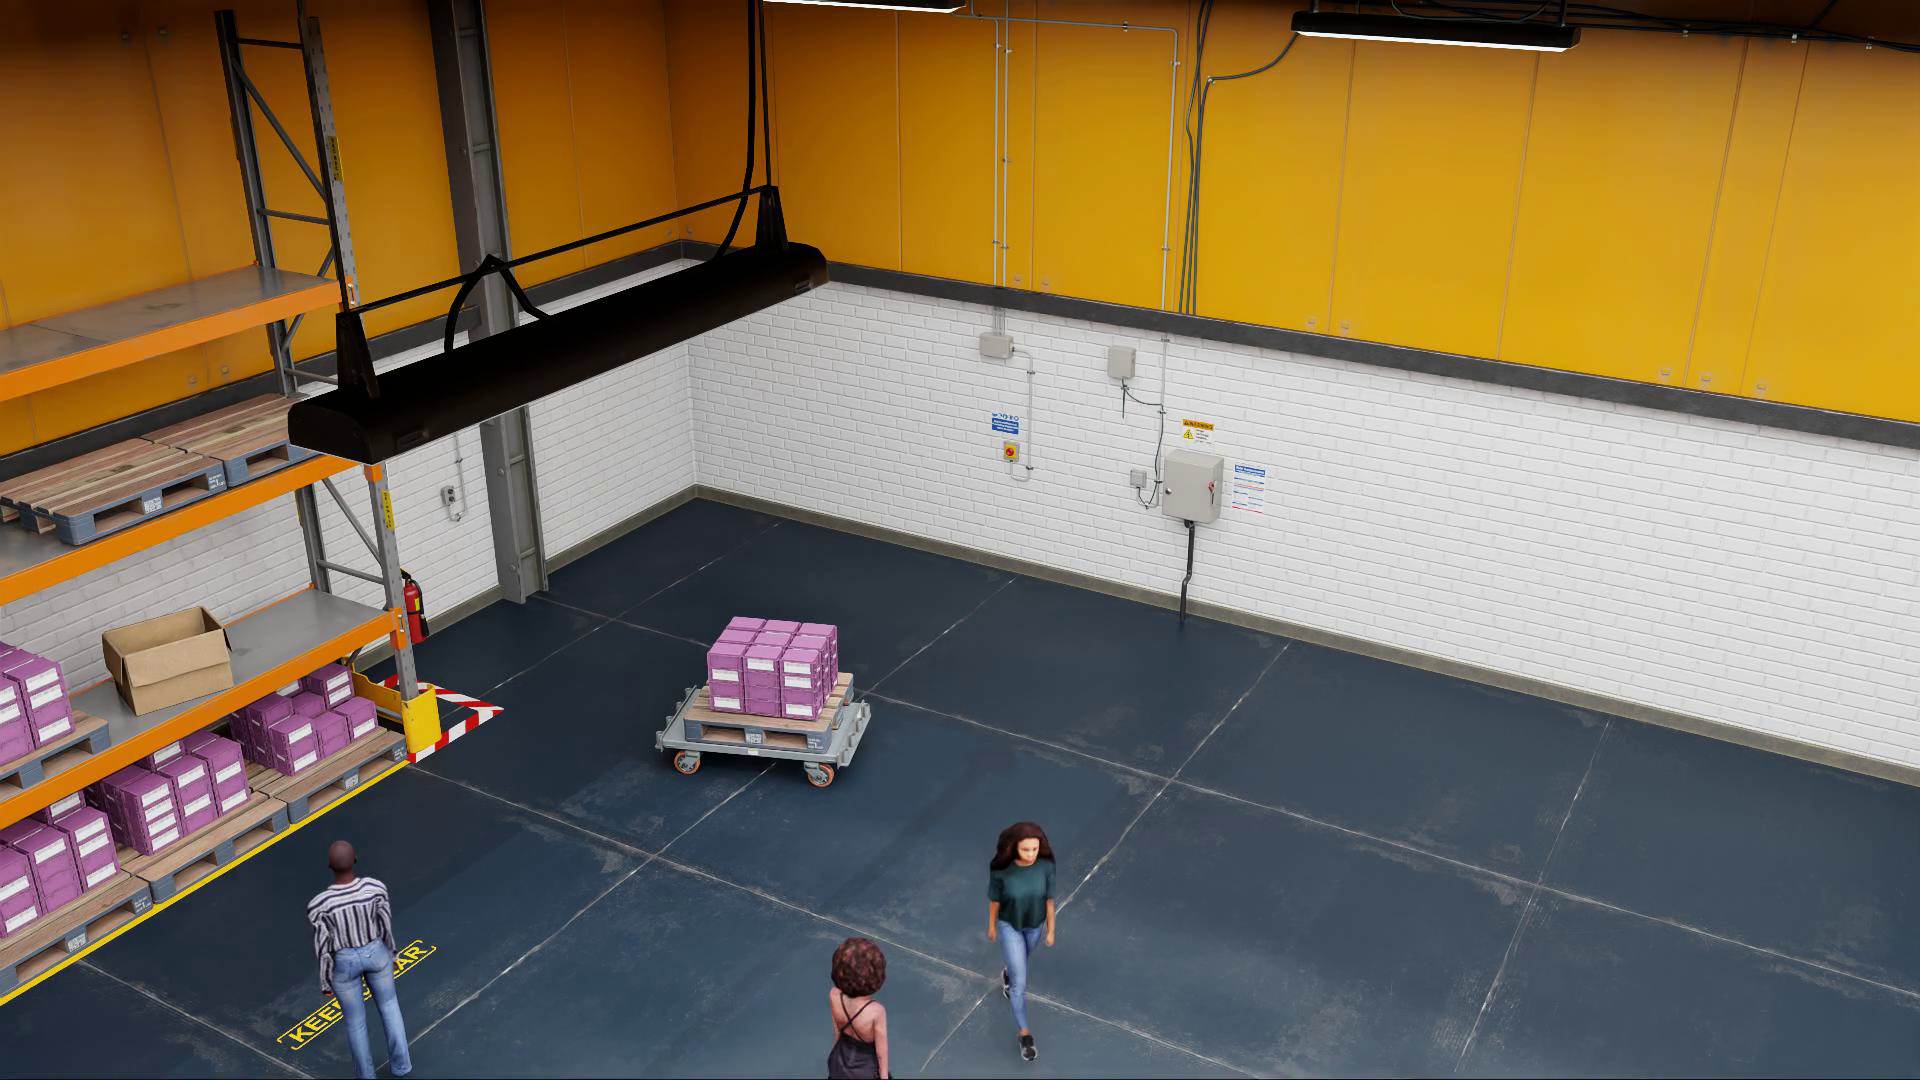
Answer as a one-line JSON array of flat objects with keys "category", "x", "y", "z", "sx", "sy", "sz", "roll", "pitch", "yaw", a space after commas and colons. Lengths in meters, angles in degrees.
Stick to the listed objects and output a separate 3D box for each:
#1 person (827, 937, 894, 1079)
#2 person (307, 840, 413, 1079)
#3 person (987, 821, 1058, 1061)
[{"category": "person", "x": -0.602, "y": 3.022, "z": 9.186, "sx": 0.564, "sy": 1.776, "sz": 0.633, "roll": 12, "pitch": 26, "yaw": 25}, {"category": "person", "x": -3.644, "y": 2.603, "z": 10.120, "sx": 0.620, "sy": 1.795, "sz": 0.764, "roll": -16, "pitch": 28, "yaw": -32}, {"category": "person", "x": 0.376, "y": 2.454, "z": 10.743, "sx": 1.053, "sy": 1.569, "sz": 1.129, "roll": -4, "pitch": 24, "yaw": -10}]
